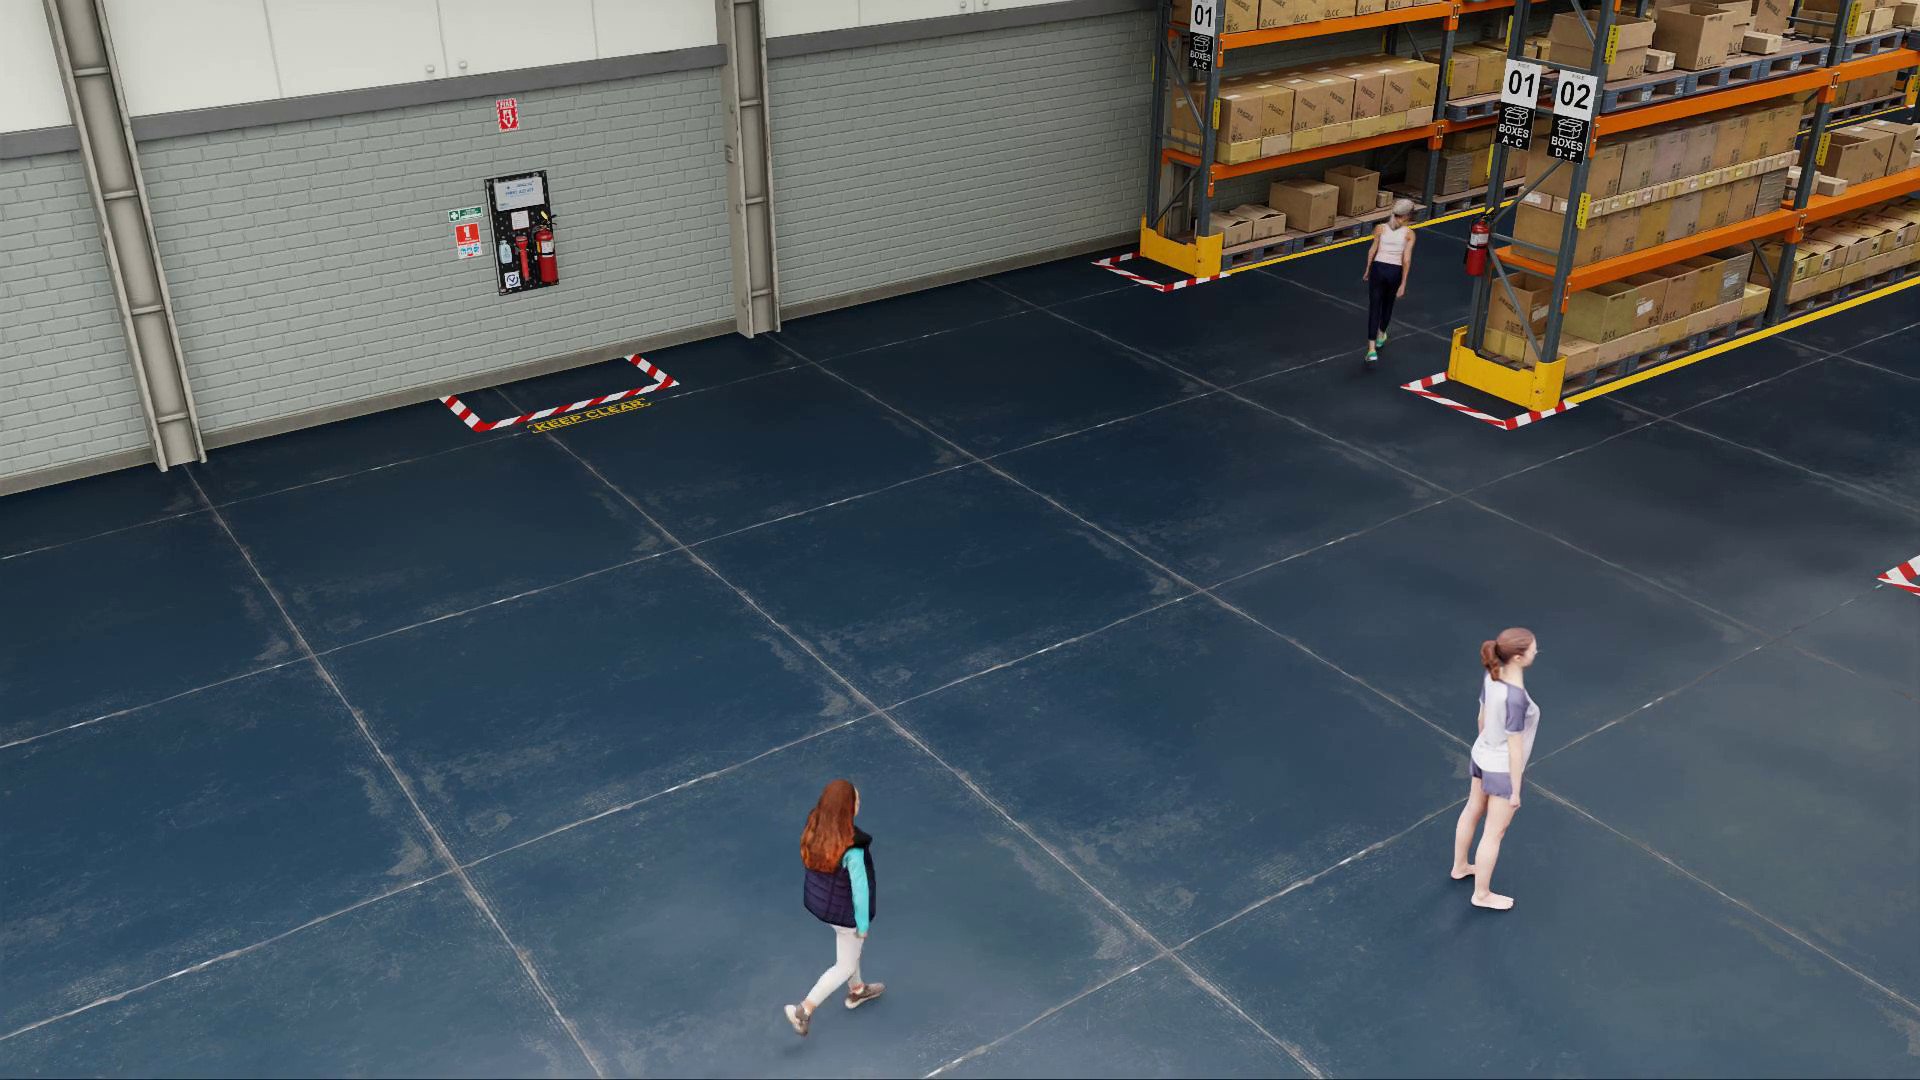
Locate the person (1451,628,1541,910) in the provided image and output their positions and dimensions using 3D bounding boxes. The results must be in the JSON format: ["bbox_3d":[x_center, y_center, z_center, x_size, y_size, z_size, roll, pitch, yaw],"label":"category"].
[{"bbox_3d":[3.034,1.267,9.405,0.692,1.768,0.665,-5,28,-9],"label":"person"}]

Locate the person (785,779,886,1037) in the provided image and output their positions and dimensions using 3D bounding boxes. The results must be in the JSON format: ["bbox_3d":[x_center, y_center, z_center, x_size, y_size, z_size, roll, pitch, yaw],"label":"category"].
[{"bbox_3d":[-0.660,1.890,8.503,0.870,1.485,0.583,-20,33,-33],"label":"person"}]

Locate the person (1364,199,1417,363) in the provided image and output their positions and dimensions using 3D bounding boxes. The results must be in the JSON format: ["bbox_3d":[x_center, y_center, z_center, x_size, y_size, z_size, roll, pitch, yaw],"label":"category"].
[{"bbox_3d":[4.367,-2.634,17.102,1.101,1.656,1.220,6,28,12],"label":"person"}]
